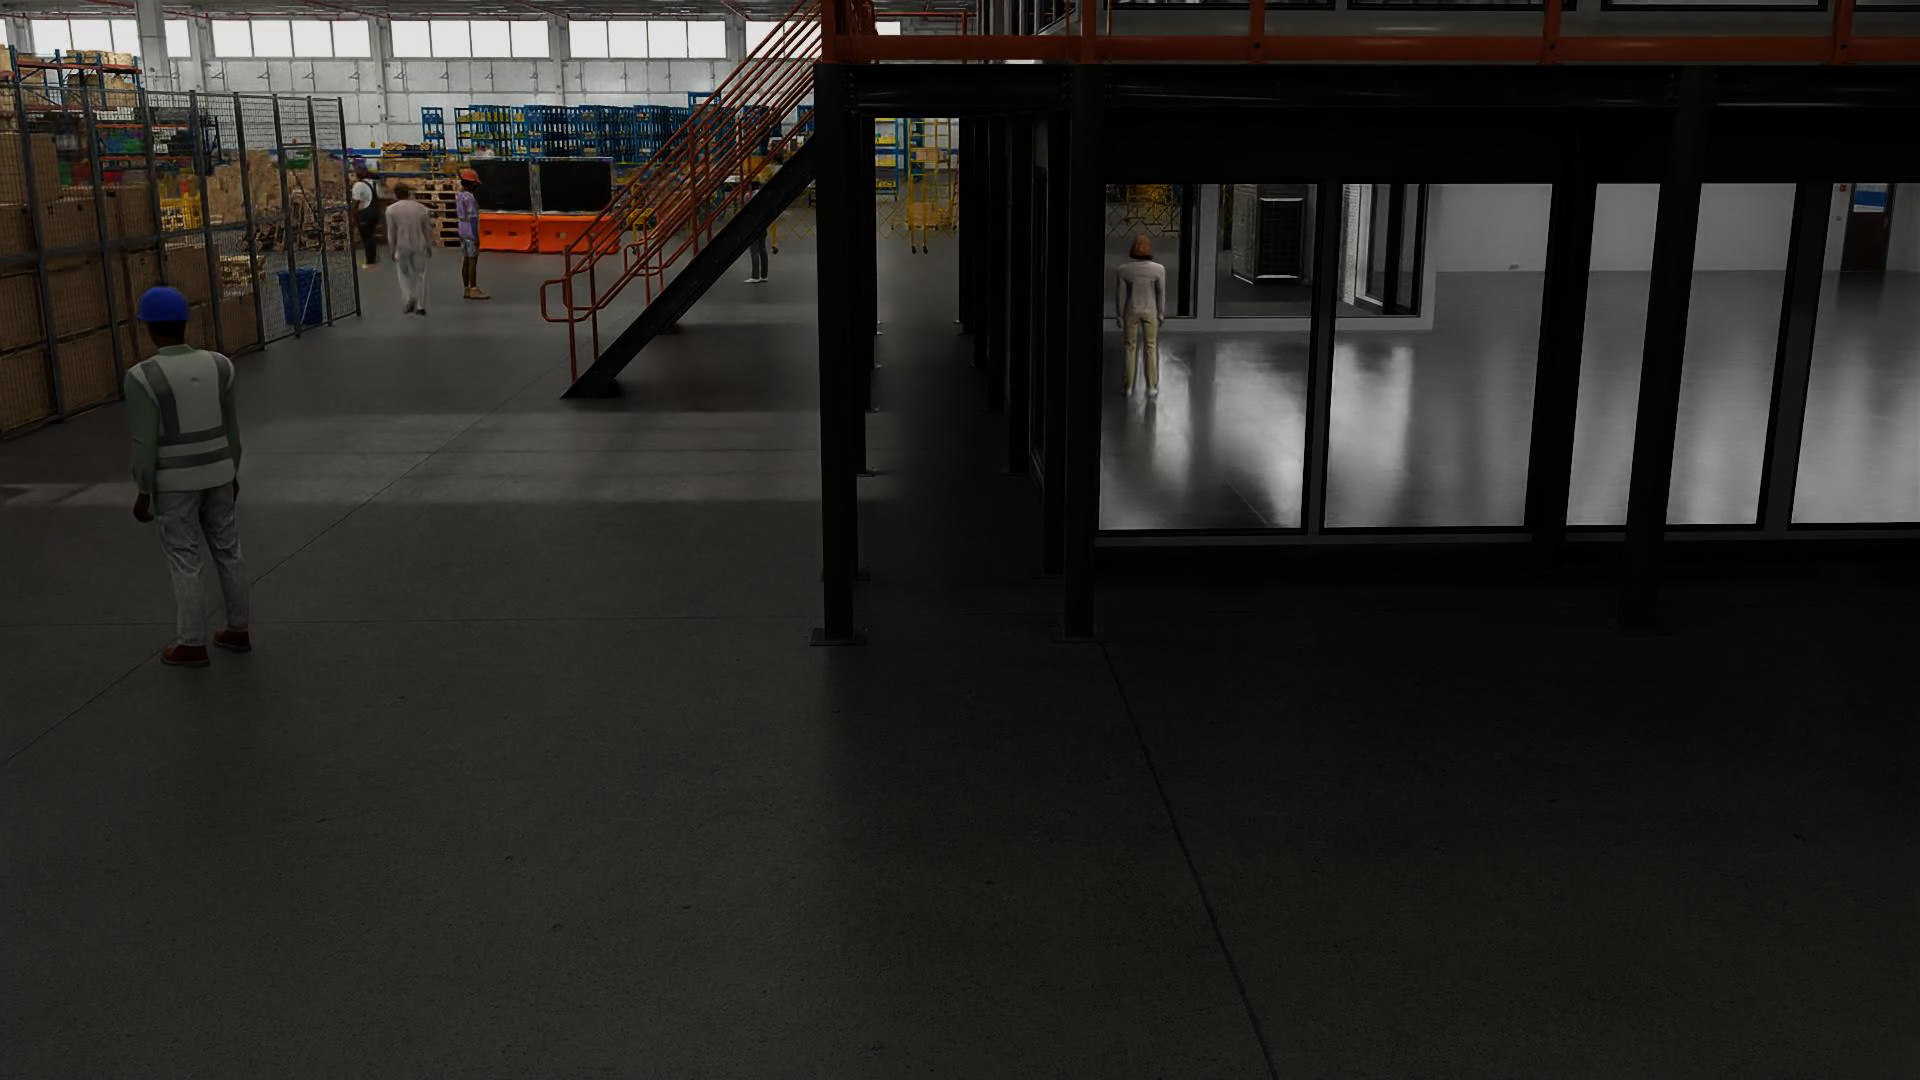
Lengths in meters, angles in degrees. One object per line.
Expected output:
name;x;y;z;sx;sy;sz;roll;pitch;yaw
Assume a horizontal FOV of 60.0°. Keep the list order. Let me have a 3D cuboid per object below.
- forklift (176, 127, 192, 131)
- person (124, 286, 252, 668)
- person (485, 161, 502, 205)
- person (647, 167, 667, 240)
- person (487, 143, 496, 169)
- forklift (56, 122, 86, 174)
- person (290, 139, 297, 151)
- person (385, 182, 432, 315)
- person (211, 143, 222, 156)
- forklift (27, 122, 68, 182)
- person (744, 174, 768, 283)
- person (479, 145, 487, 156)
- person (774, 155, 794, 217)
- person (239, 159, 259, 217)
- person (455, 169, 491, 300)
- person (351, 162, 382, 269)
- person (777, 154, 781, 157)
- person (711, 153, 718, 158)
forklift;-39.125;-19.668;83.943;1.129;2.768;1.873;-1;14;-2
person;-3.940;-0.315;8.488;0.395;1.945;0.602;8;16;28
person;-11.324;-8.239;40.298;0.413;1.872;0.602;1;14;2
person;-7.247;-8.030;39.741;0.539;1.740;0.518;6;15;23
person;-21.493;-17.208;76.115;0.554;1.891;0.666;0;14;0
forklift;-37.795;-16.372;70.771;1.129;2.768;1.873;-1;14;-2
person;-36.666;-21.152;91.783;0.364;1.939;0.542;10;17;35
person;-8.025;-4.243;24.263;0.681;1.908;0.648;-9;16;-31
person;-34.386;-17.445;77.001;0.602;1.918;0.612;-2;14;-8
forklift;-35.376;-14.773;64.377;1.129;2.768;1.873;-1;14;-2
person;-3.578;-5.471;29.127;0.358;1.930;0.588;9;17;32
person;-21.424;-16.917;75.133;0.924;1.797;0.569;-3;14;-13
person;-5.324;-10.603;49.877;0.515;1.816;1.003;11;18;38
person;-17.105;-8.196;40.004;0.374;1.935;0.552;5;15;18
person;-7.751;-4.839;26.394;0.392;2.034;0.605;-10;17;-35
person;-11.473;-6.217;31.885;0.649;2.000;0.691;3;14;12
person;-8.145;-17.149;75.692;0.467;1.976;0.624;3;14;11
person;-11.395;-17.392;77.024;0.761;1.807;0.603;1;14;5
